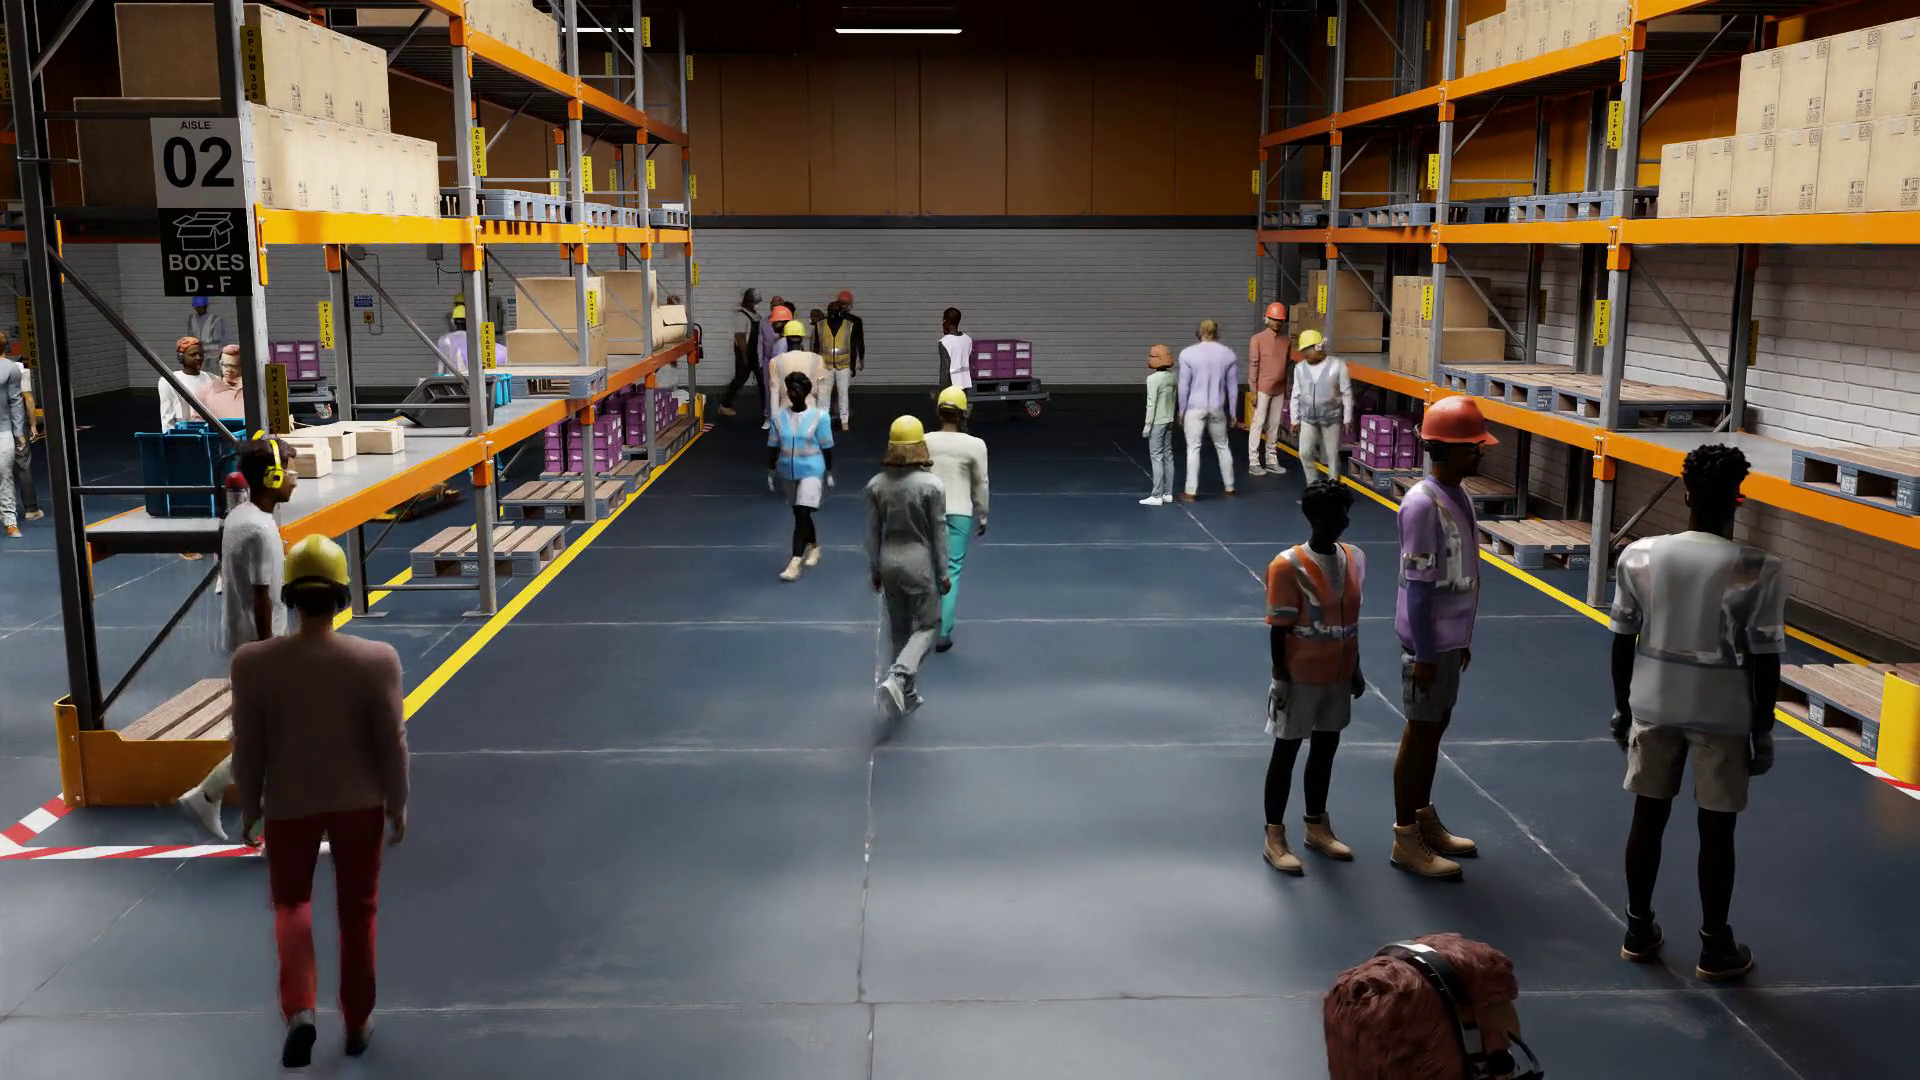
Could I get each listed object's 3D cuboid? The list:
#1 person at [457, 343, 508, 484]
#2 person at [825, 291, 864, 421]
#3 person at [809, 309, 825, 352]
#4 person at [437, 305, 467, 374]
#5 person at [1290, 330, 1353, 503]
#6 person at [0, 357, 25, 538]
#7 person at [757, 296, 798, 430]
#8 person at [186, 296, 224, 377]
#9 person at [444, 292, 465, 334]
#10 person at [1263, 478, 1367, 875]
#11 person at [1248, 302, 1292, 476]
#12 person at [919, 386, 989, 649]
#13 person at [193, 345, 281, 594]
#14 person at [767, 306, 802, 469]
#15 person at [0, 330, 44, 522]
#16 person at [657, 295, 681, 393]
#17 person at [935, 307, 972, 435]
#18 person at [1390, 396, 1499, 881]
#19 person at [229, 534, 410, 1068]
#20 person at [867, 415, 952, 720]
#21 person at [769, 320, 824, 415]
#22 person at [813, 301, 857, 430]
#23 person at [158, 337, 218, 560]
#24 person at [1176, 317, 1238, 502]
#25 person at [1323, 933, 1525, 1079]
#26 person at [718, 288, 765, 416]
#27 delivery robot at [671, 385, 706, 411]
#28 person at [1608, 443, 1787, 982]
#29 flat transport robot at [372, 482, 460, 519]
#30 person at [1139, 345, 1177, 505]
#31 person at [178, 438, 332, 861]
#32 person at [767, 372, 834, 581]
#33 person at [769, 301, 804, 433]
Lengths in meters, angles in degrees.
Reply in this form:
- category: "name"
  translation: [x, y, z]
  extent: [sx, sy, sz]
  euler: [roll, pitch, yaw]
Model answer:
- category: "person"
  translation: [-5.301, -1.552, 18.552]
  extent: [0.563, 1.839, 0.389]
  euler: [-6, 12, -30]
- category: "person"
  translation: [-1.779, -2.766, 25.064]
  extent: [0.650, 1.946, 1.016]
  euler: [3, 11, 17]
- category: "person"
  translation: [-2.234, -2.799, 26.075]
  extent: [0.280, 1.633, 0.502]
  euler: [-4, 11, -23]
- category: "person"
  translation: [-6.124, -1.931, 20.505]
  extent: [0.589, 1.903, 0.723]
  euler: [-3, 11, -19]
- category: "person"
  translation: [3.682, -1.232, 16.940]
  extent: [0.651, 1.789, 0.434]
  euler: [6, 12, 31]
- category: "person"
  translation: [-8.775, -0.961, 15.001]
  extent: [0.627, 1.934, 0.370]
  euler: [-6, 12, -32]
- category: "person"
  translation: [-2.591, -2.521, 23.763]
  extent: [0.639, 1.910, 0.407]
  euler: [1, 10, 5]
- category: "person"
  translation: [-11.475, -2.787, 25.268]
  extent: [0.609, 1.896, 0.855]
  euler: [1, 10, 3]
- category: "person"
  translation: [-8.376, -3.250, 28.031]
  extent: [0.600, 1.829, 0.404]
  euler: [-3, 11, -16]
- category: "person"
  translation: [1.524, 0.570, 7.117]
  extent: [0.539, 1.698, 0.319]
  euler: [-6, 12, -31]
- category: "person"
  translation: [3.590, -1.741, 19.181]
  extent: [0.612, 1.991, 0.392]
  euler: [-6, 12, -31]
- category: "person"
  translation: [-0.072, -0.169, 11.181]
  extent: [0.533, 1.708, 0.916]
  euler: [2, 10, 10]
- category: "person"
  translation: [-5.518, -0.543, 12.763]
  extent: [0.636, 1.903, 0.404]
  euler: [-5, 11, -27]
- category: "person"
  translation: [-2.054, -1.766, 19.473]
  extent: [0.379, 1.938, 0.547]
  euler: [-7, 12, -32]
- category: "person"
  translation: [-9.144, -1.092, 15.972]
  extent: [0.506, 1.847, 0.345]
  euler: [-3, 11, -17]
- category: "person"
  translation: [-4.552, -2.861, 25.764]
  extent: [0.614, 1.868, 0.628]
  euler: [-1, 10, -5]
- category: "person"
  translation: [-0.069, -1.748, 19.430]
  extent: [0.392, 1.919, 0.591]
  euler: [6, 12, 30]
- category: "person"
  translation: [2.055, 0.406, 7.079]
  extent: [0.379, 2.044, 0.607]
  euler: [6, 12, 29]
- category: "person"
  translation: [-2.045, 0.856, 5.352]
  extent: [0.540, 1.754, 0.462]
  euler: [-3, 11, -16]
- category: "person"
  translation: [-0.314, 0.167, 9.289]
  extent: [0.492, 1.722, 0.585]
  euler: [5, 11, 27]
- category: "person"
  translation: [-1.679, -1.326, 17.186]
  extent: [0.579, 1.885, 0.969]
  euler: [-2, 10, -11]
- category: "person"
  translation: [-1.782, -2.472, 23.688]
  extent: [0.619, 1.839, 0.430]
  euler: [0, 10, -2]
- category: "person"
  translation: [-6.488, -0.781, 14.137]
  extent: [0.355, 1.883, 0.574]
  euler: [5, 12, 28]
- category: "person"
  translation: [2.573, -1.363, 17.311]
  extent: [0.677, 1.925, 0.451]
  euler: [-2, 10, -12]
- category: "person"
  translation: [0.521, 1.386, 2.004]
  extent: [0.408, 1.908, 0.646]
  euler: [-6, 12, -30]
- category: "person"
  translation: [-3.256, -2.899, 25.497]
  extent: [1.010, 2.000, 0.682]
  euler: [5, 11, 25]
- category: "delivery robot"
  translation: [-4.132, -2.047, 24.627]
  extent: [0.707, 0.478, 0.477]
  euler: [-5, 11, -25]
- category: "person"
  translation: [2.681, 0.622, 6.086]
  extent: [0.607, 1.966, 0.373]
  euler: [10, 14, 43]
- category: "flat transport robot"
  translation: [-5.580, -0.406, 16.538]
  extent: [0.652, 0.197, 1.431]
  euler: [1, 10, 6]
- category: "person"
  translation: [2.039, -1.177, 17.029]
  extent: [0.278, 1.636, 0.506]
  euler: [8, 13, 37]
- category: "person"
  translation: [-3.071, 0.486, 7.175]
  extent: [0.547, 1.847, 0.600]
  euler: [-6, 12, -30]
- category: "person"
  translation: [-1.288, -0.538, 13.414]
  extent: [0.540, 1.651, 0.893]
  euler: [4, 11, 20]
- category: "person"
  translation: [-2.421, -2.392, 23.186]
  extent: [0.555, 1.861, 0.377]
  euler: [-6, 12, -31]
